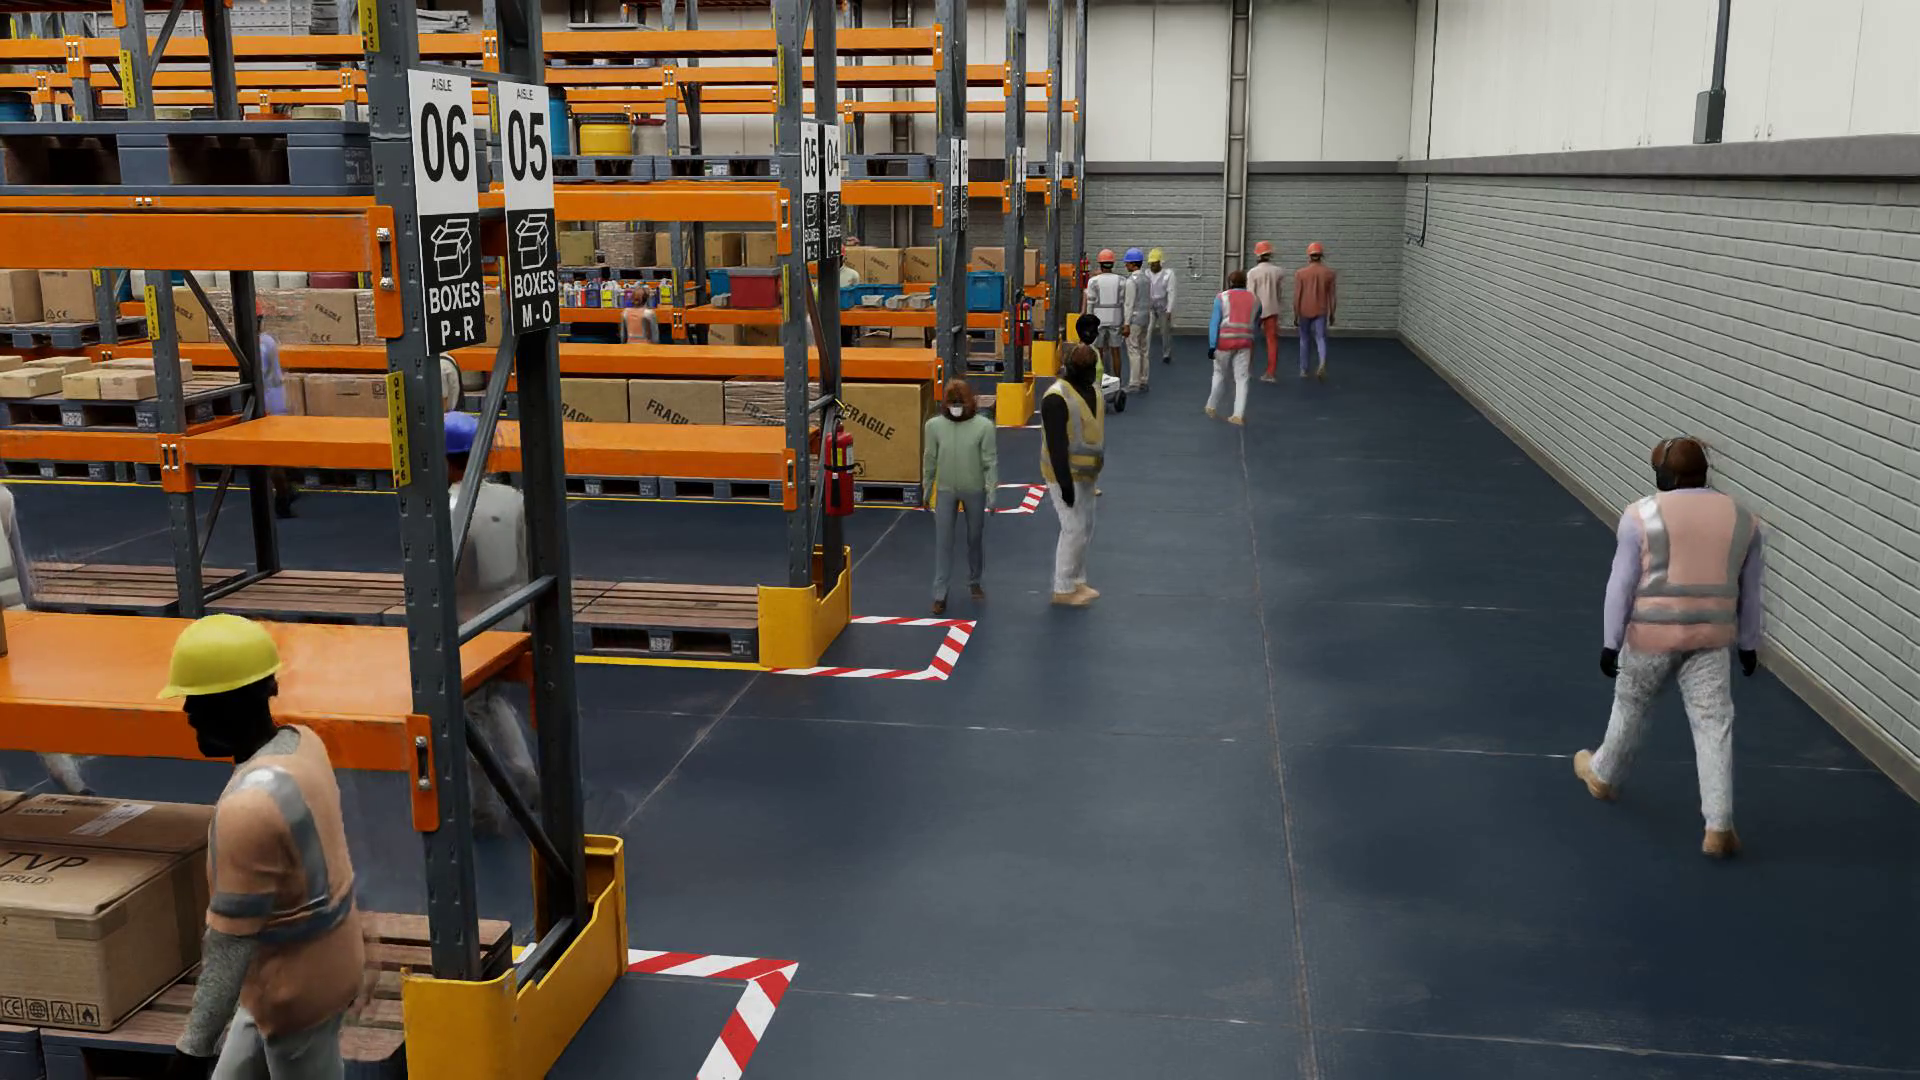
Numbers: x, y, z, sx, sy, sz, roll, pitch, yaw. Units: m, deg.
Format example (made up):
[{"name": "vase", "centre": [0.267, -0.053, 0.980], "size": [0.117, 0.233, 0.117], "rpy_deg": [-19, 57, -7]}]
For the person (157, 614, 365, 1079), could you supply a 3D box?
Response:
[{"name": "person", "centre": [-1.745, 1.116, 4.164], "size": [0.598, 1.901, 0.583], "rpy_deg": [-4, 13, -16]}]

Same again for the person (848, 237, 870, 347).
[{"name": "person", "centre": [-1.734, -4.034, 27.423], "size": [0.636, 1.899, 0.401], "rpy_deg": [9, 15, 34]}]

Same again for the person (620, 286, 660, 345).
[{"name": "person", "centre": [-3.754, -2.168, 19.578], "size": [0.523, 1.636, 0.310], "rpy_deg": [6, 14, 24]}]

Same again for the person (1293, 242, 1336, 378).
[{"name": "person", "centre": [5.092, -3.280, 23.854], "size": [0.628, 1.966, 0.840], "rpy_deg": [0, 12, -1]}]

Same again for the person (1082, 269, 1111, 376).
[{"name": "person", "centre": [1.977, -3.003, 23.425], "size": [0.531, 1.604, 0.733], "rpy_deg": [1, 13, 4]}]

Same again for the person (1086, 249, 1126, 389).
[{"name": "person", "centre": [1.967, -2.934, 22.383], "size": [0.549, 1.928, 0.388], "rpy_deg": [0, 12, -2]}]

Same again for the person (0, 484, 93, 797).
[{"name": "person", "centre": [-4.347, 0.393, 7.395], "size": [0.693, 1.916, 0.626], "rpy_deg": [5, 13, 20]}]

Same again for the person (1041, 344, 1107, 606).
[{"name": "person", "centre": [0.787, -0.439, 11.411], "size": [0.438, 1.811, 0.635], "rpy_deg": [9, 15, 34]}]

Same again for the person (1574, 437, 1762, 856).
[{"name": "person", "centre": [3.224, 0.434, 7.502], "size": [0.704, 1.771, 0.994], "rpy_deg": [0, 12, 2]}]

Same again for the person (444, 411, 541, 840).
[{"name": "person", "centre": [-2.153, 0.394, 7.350], "size": [0.428, 1.933, 0.608], "rpy_deg": [6, 14, 26]}]

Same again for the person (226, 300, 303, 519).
[{"name": "person", "centre": [-5.947, -1.112, 14.161], "size": [0.424, 1.920, 0.560], "rpy_deg": [-3, 13, -15]}]

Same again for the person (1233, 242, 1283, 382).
[{"name": "person", "centre": [4.284, -3.267, 23.779], "size": [0.608, 1.960, 0.925], "rpy_deg": [-4, 13, -19]}]

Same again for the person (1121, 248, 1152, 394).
[{"name": "person", "centre": [2.359, -2.940, 22.376], "size": [0.409, 1.939, 0.607], "rpy_deg": [7, 14, 30]}]

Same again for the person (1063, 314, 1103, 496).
[{"name": "person", "centre": [1.121, -1.210, 15.127], "size": [0.321, 1.693, 0.530], "rpy_deg": [7, 15, 30]}]

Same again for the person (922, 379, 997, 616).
[{"name": "person", "centre": [-0.004, -0.313, 11.340], "size": [0.527, 1.582, 0.866], "rpy_deg": [2, 13, 8]}]

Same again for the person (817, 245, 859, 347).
[{"name": "person", "centre": [-1.684, -3.090, 22.926], "size": [0.612, 1.995, 0.378], "rpy_deg": [1, 13, 6]}]

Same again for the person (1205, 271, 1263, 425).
[{"name": "person", "centre": [3.235, -2.302, 19.864], "size": [0.686, 1.778, 0.944], "rpy_deg": [-2, 13, -8]}]

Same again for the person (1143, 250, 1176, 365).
[{"name": "person", "centre": [3.016, -3.539, 25.455], "size": [0.589, 1.782, 0.935], "rpy_deg": [6, 14, 24]}]
